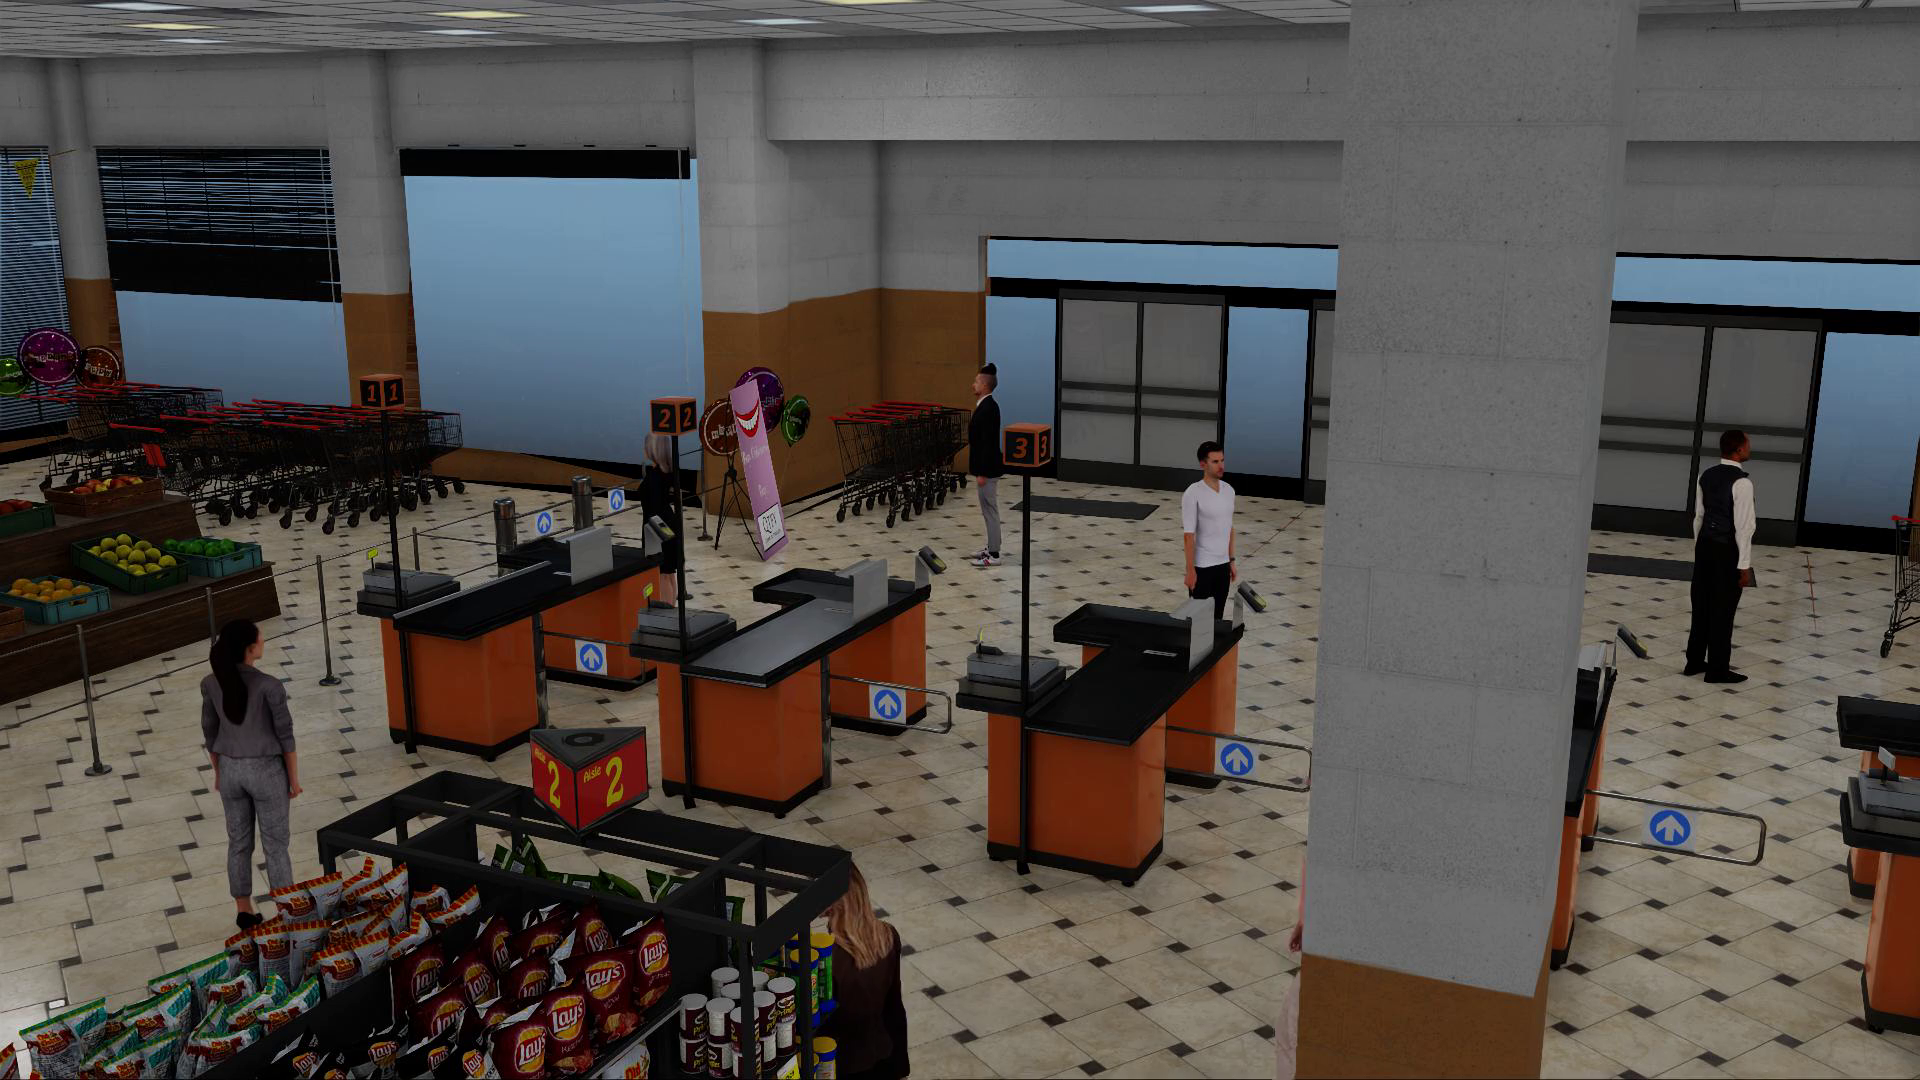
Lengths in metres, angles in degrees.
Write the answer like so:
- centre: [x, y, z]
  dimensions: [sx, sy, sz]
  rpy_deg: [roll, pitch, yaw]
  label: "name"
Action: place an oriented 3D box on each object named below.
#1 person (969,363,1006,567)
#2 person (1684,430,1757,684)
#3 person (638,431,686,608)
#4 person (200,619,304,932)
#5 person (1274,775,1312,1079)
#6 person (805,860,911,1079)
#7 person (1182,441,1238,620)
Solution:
- centre: [0.264, -0.730, 15.973]
  dimensions: [0.852, 1.950, 0.685]
  rpy_deg: [0, 14, 2]
  label: "person"
- centre: [5.743, 0.114, 12.559]
  dimensions: [0.829, 1.919, 0.762]
  rpy_deg: [-4, 14, -18]
  label: "person"
- centre: [-2.442, -0.036, 13.541]
  dimensions: [0.737, 1.747, 0.624]
  rpy_deg: [1, 14, 3]
  label: "person"
- centre: [-3.620, 1.221, 8.509]
  dimensions: [0.693, 1.677, 0.679]
  rpy_deg: [2, 14, 7]
  label: "person"
- centre: [1.602, 1.657, 6.665]
  dimensions: [0.785, 1.699, 0.897]
  rpy_deg: [3, 14, 13]
  label: "person"
- centre: [-0.284, 1.919, 5.676]
  dimensions: [0.783, 1.655, 1.089]
  rpy_deg: [10, 17, 35]
  label: "person"
- centre: [1.858, 0.171, 12.467]
  dimensions: [0.674, 1.852, 0.808]
  rpy_deg: [-10, 17, -37]
  label: "person"
